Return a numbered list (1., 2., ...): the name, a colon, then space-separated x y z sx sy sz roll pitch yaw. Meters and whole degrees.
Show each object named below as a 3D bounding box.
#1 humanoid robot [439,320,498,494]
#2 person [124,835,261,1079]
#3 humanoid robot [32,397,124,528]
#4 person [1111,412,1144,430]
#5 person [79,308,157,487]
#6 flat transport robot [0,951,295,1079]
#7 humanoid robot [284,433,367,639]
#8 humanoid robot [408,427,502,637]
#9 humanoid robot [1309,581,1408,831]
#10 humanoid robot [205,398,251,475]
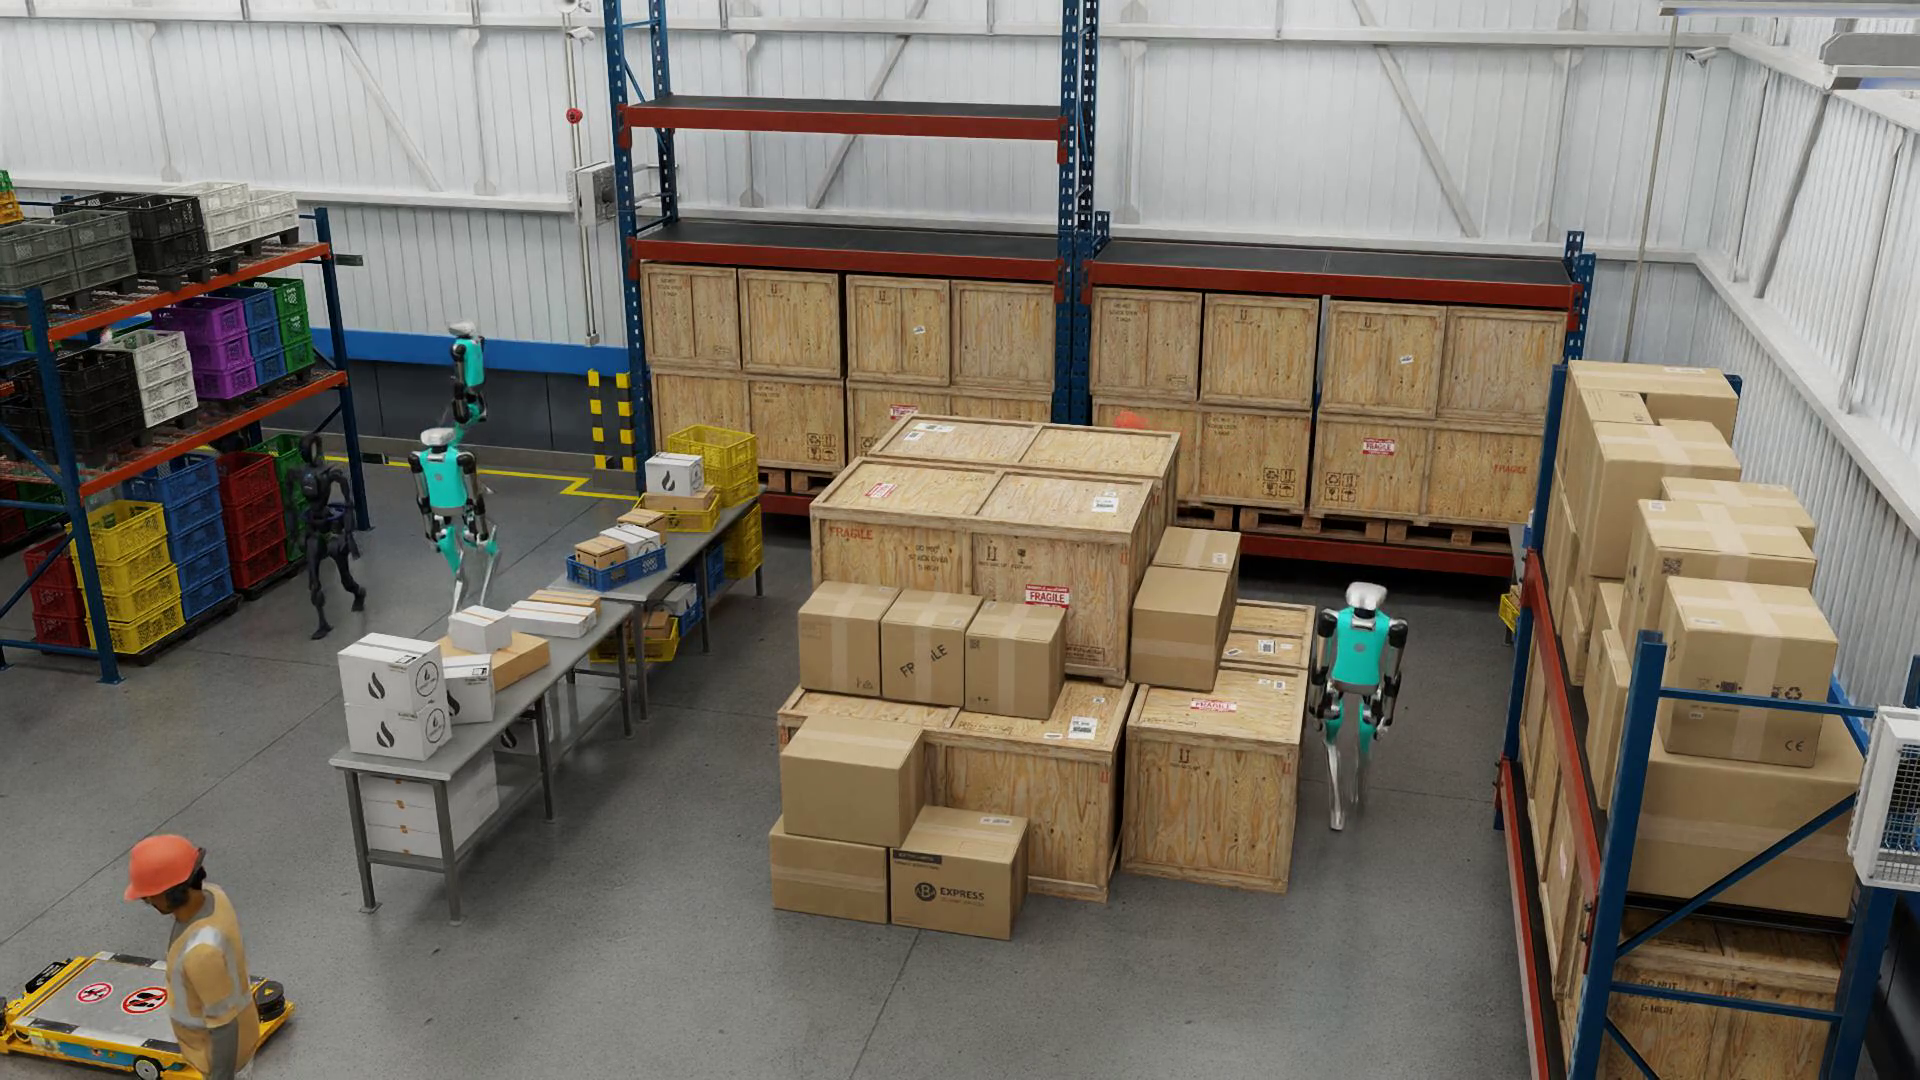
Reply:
1. humanoid robot: -5.066 -1.284 16.432 0.897 1.817 0.546 4 21 10
2. person: -3.156 2.132 7.003 0.403 2.030 0.609 -9 23 -22
3. humanoid robot: -7.810 -0.724 14.953 0.537 1.778 1.034 -2 21 -5
4. person: 1.276 -0.066 12.901 0.439 1.922 0.551 10 23 24
5. person: -8.432 -1.435 16.536 0.585 1.895 0.555 18 27 38
6. flat transport robot: -4.270 2.464 8.601 1.431 0.231 0.659 5 22 13
7. humanoid robot: -5.074 -0.071 13.325 0.589 1.652 0.732 1 21 2
8. humanoid robot: -3.961 -0.095 13.279 0.543 1.794 0.835 3 21 7
9. humanoid robot: 2.463 1.043 10.410 0.548 1.872 0.831 6 22 14
10. humanoid robot: -6.924 -1.012 15.737 0.610 1.630 0.462 13 25 31
